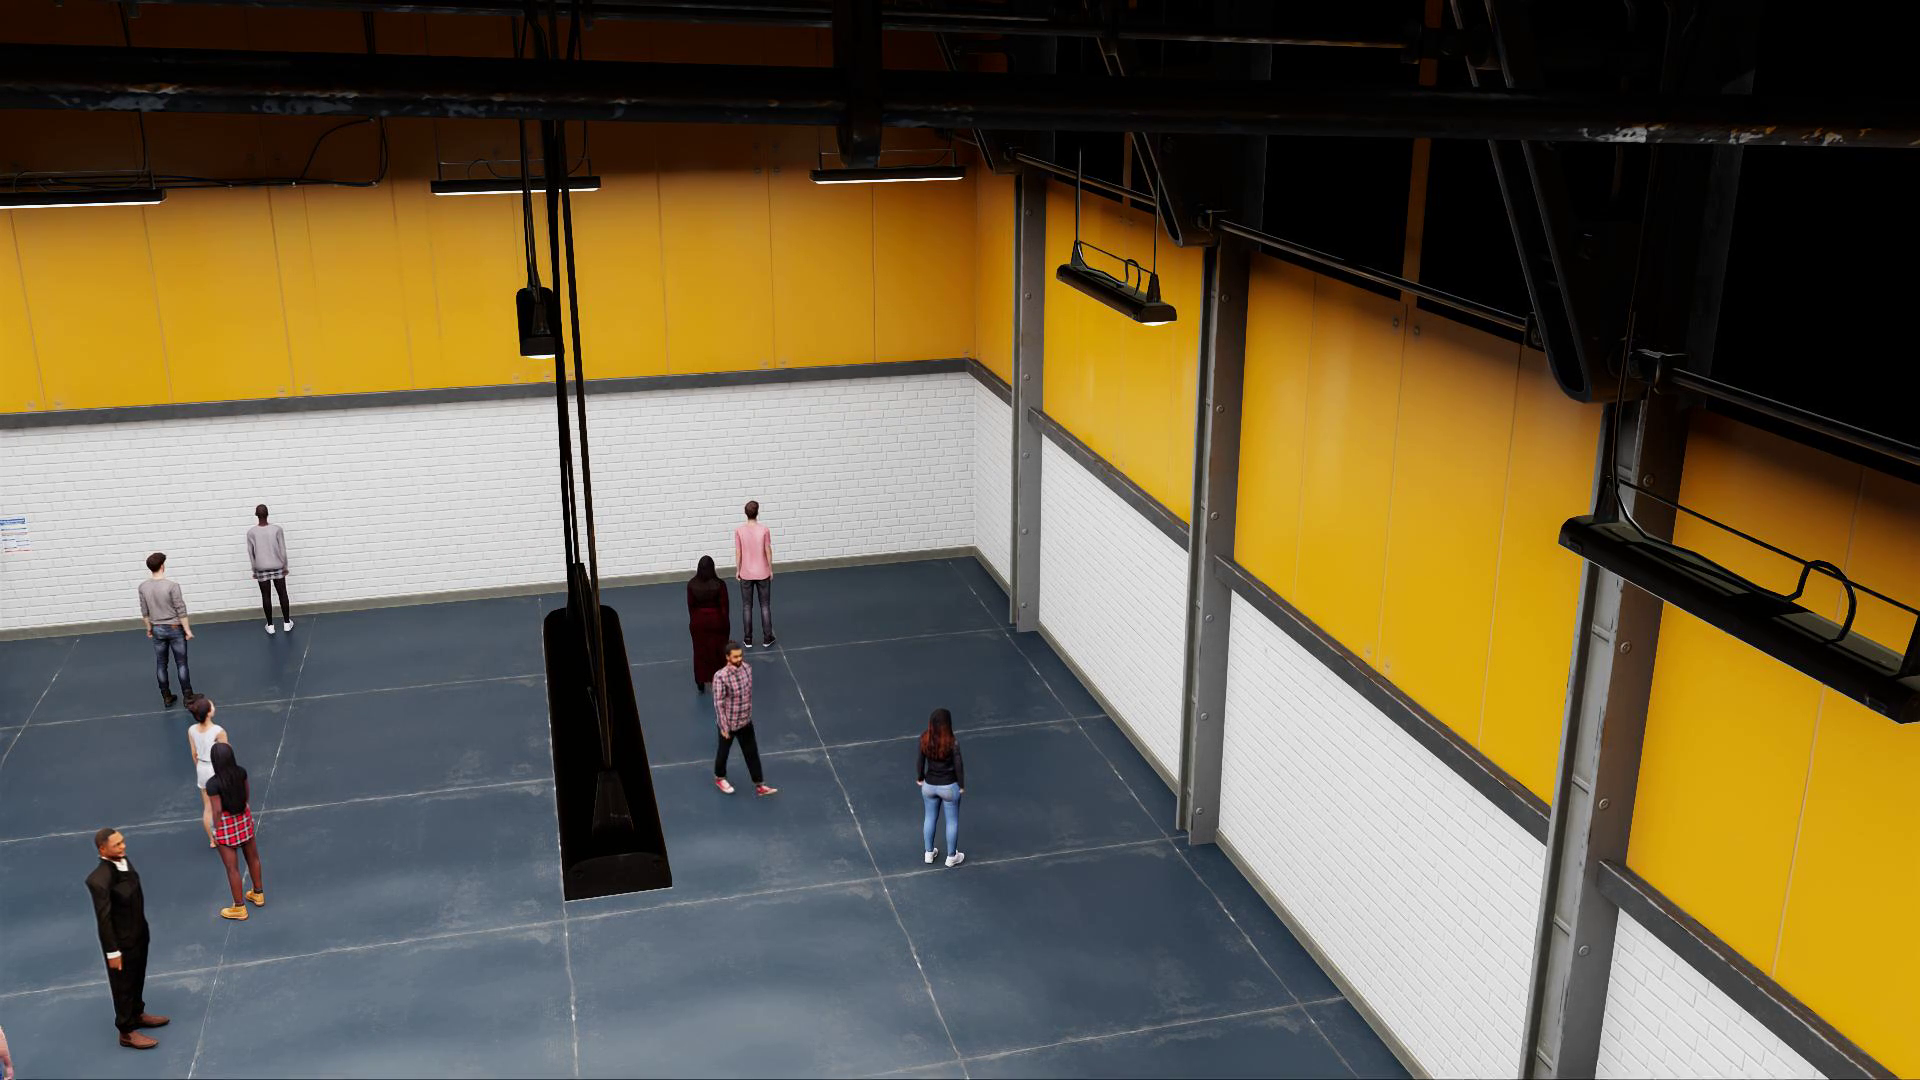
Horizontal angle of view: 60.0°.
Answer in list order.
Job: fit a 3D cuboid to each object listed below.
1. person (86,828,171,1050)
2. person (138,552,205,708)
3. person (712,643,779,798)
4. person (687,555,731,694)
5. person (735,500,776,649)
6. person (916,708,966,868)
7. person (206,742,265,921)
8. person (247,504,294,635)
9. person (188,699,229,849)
[{"bbox_3d":[-6.788,3.194,13.494,0.808,1.904,0.600,-2,19,-5],"label":"person"},{"bbox_3d":[-9.438,1.071,19.801,0.743,1.904,0.686,0,19,1],"label":"person"},{"bbox_3d":[-2.445,1.892,17.630,1.041,1.731,1.213,-18,25,-42],"label":"person"},{"bbox_3d":[-3.038,1.023,20.171,0.733,1.758,0.709,1,19,4],"label":"person"},{"bbox_3d":[-2.674,0.438,21.595,0.674,1.957,0.598,-1,19,-3],"label":"person"},{"bbox_3d":[-0.183,2.402,16.269,0.735,1.634,0.765,7,20,21],"label":"person"},{"bbox_3d":[-6.709,2.658,15.362,0.779,1.729,0.704,7,20,20],"label":"person"},{"bbox_3d":[-9.172,0.369,22.092,0.650,1.772,0.573,-8,20,-22],"label":"person"},{"bbox_3d":[-7.425,2.324,16.552,0.654,1.602,0.678,3,19,10],"label":"person"}]
